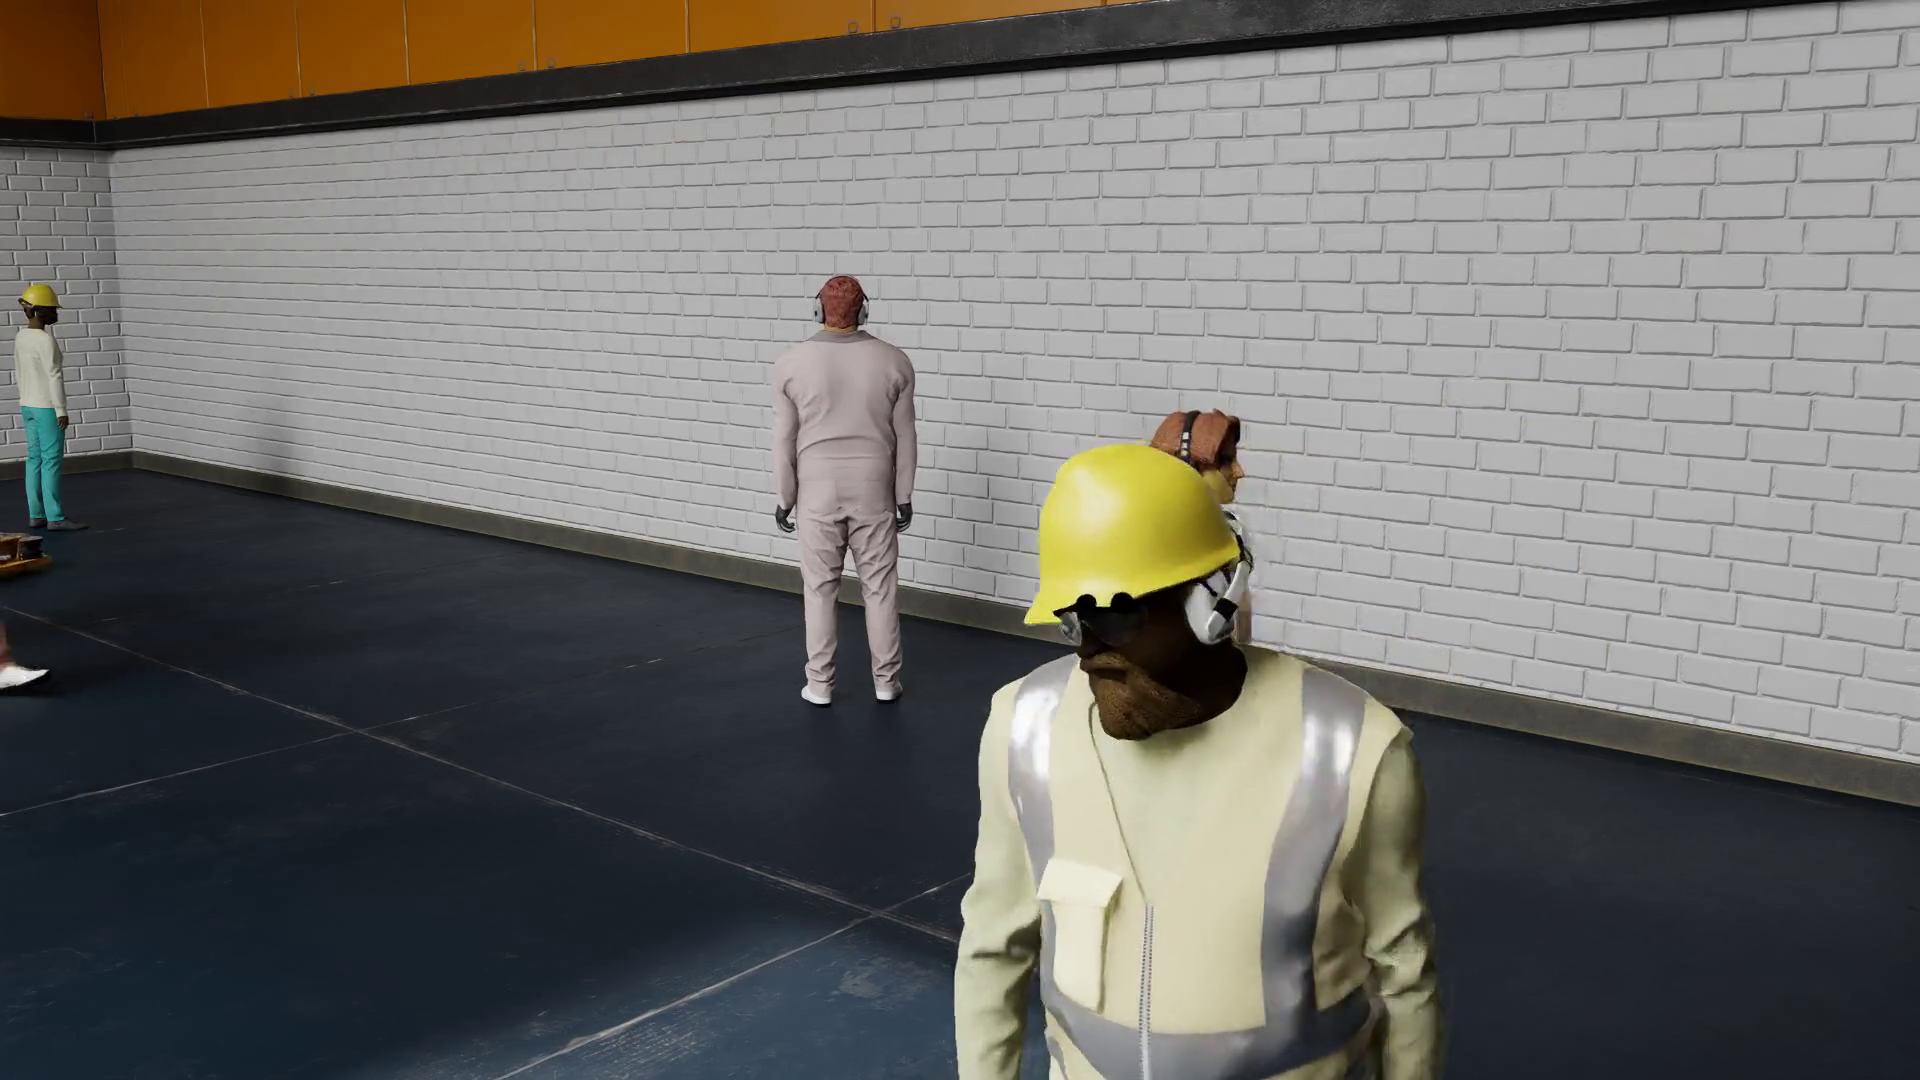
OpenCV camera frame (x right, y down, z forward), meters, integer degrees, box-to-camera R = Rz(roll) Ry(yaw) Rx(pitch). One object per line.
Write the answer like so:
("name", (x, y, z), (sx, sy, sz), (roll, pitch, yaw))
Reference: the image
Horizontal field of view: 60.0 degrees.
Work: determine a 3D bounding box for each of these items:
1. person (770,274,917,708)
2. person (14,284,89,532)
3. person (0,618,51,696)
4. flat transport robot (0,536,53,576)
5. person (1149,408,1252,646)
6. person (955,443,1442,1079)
("person", (-0.512, -0.208, 7.351), (0.642, 1.908, 0.399), (-1, 10, -8))
("person", (-6.543, -0.942, 11.932), (0.533, 1.765, 0.326), (7, 12, 36))
("person", (-4.636, -0.196, 7.443), (0.991, 1.846, 0.733), (5, 11, 26))
("flat transport robot", (-6.478, 0.094, 10.284), (1.431, 0.197, 0.652), (2, 10, 11))
("person", (0.556, 0.497, 4.088), (0.307, 1.643, 0.514), (4, 11, 21))
("person", (0.298, 0.755, 2.201), (0.613, 1.784, 0.779), (5, 11, 28))
